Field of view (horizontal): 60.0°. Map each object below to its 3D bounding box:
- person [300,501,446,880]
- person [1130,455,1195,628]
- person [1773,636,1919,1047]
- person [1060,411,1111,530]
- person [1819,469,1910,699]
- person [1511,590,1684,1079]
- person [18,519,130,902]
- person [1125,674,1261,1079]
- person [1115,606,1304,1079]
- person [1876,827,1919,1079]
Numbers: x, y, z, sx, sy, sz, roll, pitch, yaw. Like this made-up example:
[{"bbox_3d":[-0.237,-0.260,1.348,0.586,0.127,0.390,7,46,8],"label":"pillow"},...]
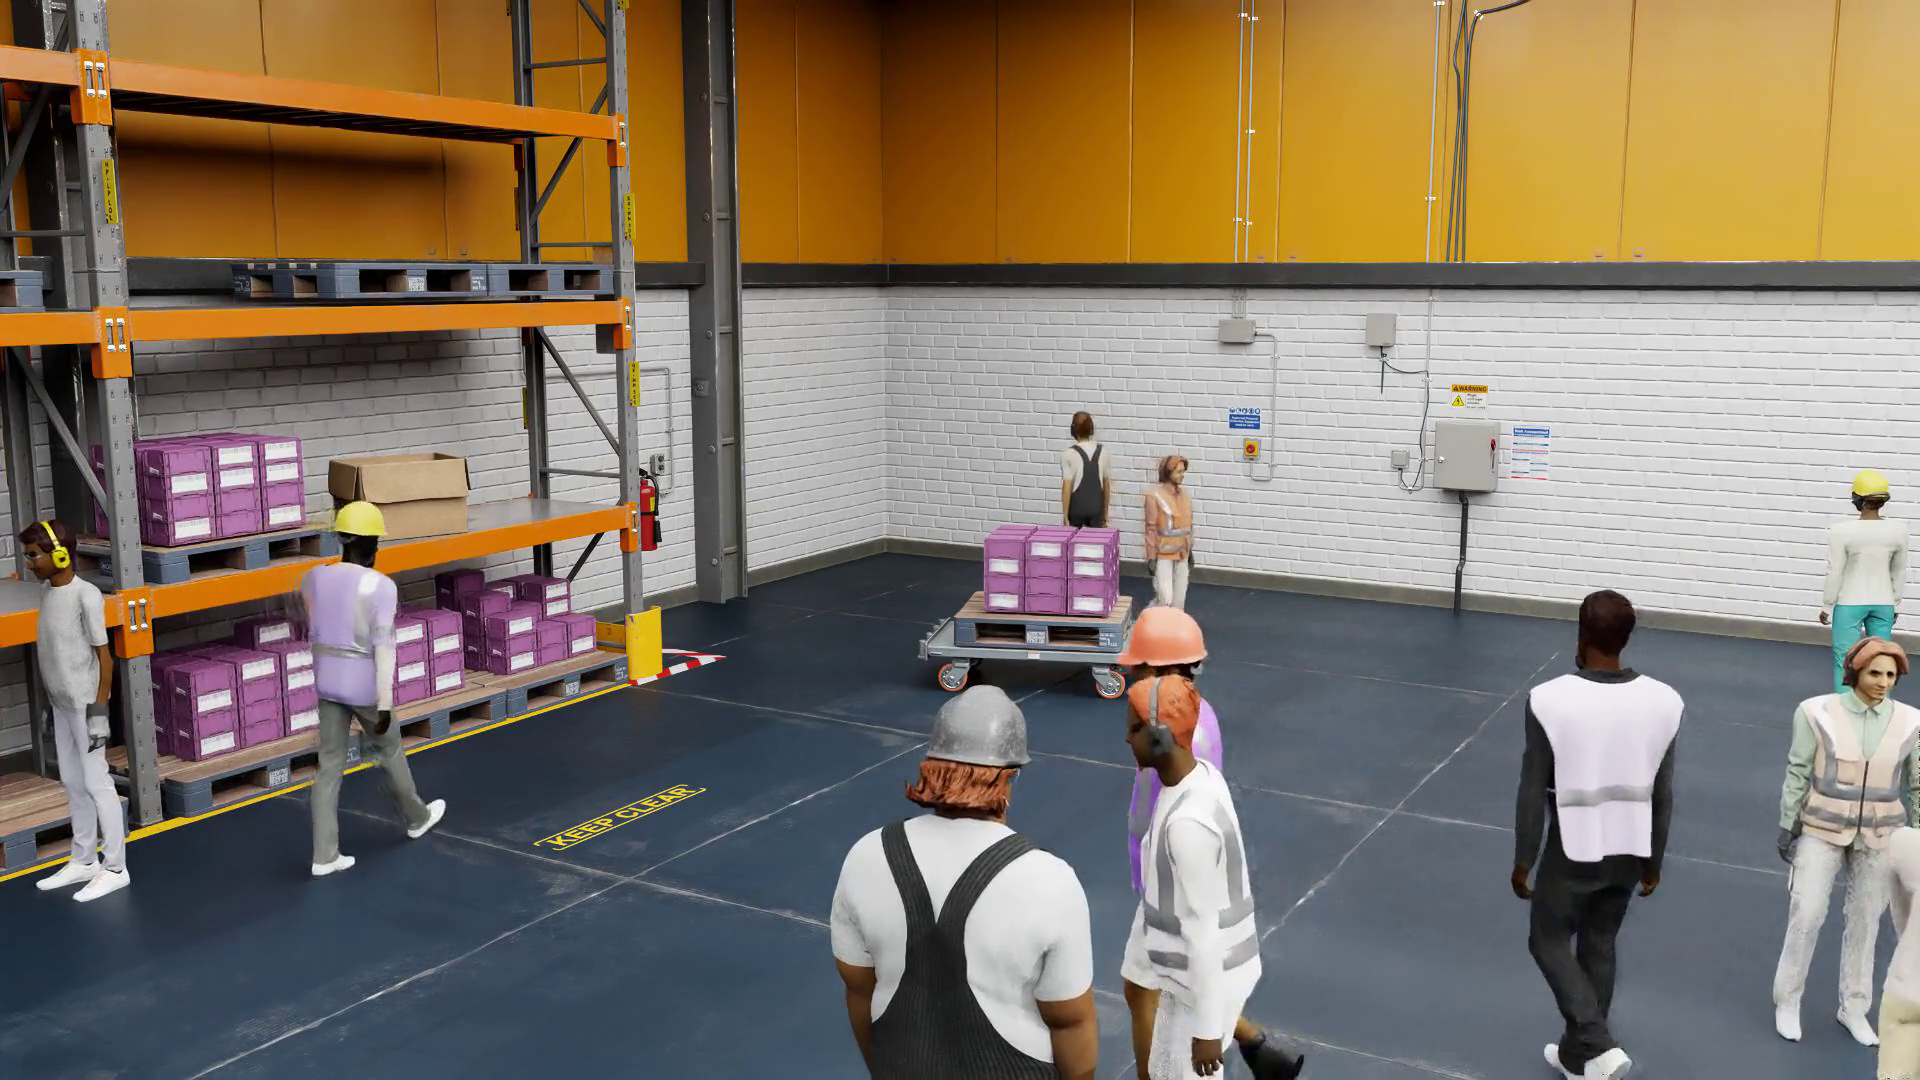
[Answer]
[{"bbox_3d":[-3.078,0.734,8.578,0.588,1.874,0.958,3,9,15],"label":"person"},{"bbox_3d":[1.629,0.134,13.067,0.525,1.628,0.441,-8,12,-41],"label":"person"},{"bbox_3d":[3.510,1.179,6.547,0.527,1.634,0.321,2,9,13],"label":"person"},{"bbox_3d":[1.142,-0.243,14.846,0.522,1.823,0.846,-3,10,-20],"label":"person"},{"bbox_3d":[5.870,0.423,10.825,0.524,1.772,0.300,0,9,0],"label":"person"},{"bbox_3d":[2.322,1.137,6.004,0.594,1.893,0.617,-1,9,-8],"label":"person"},{"bbox_3d":[-4.304,0.819,8.068,0.514,1.863,0.334,6,11,34],"label":"person"},{"bbox_3d":[0.769,1.314,4.978,0.556,1.864,0.614,0,9,2],"label":"person"},{"bbox_3d":[0.799,1.168,5.693,0.696,1.917,0.563,2,9,14],"label":"person"},{"bbox_3d":[3.078,1.431,5.127,0.858,1.580,0.489,-6,11,-31],"label":"person"}]
